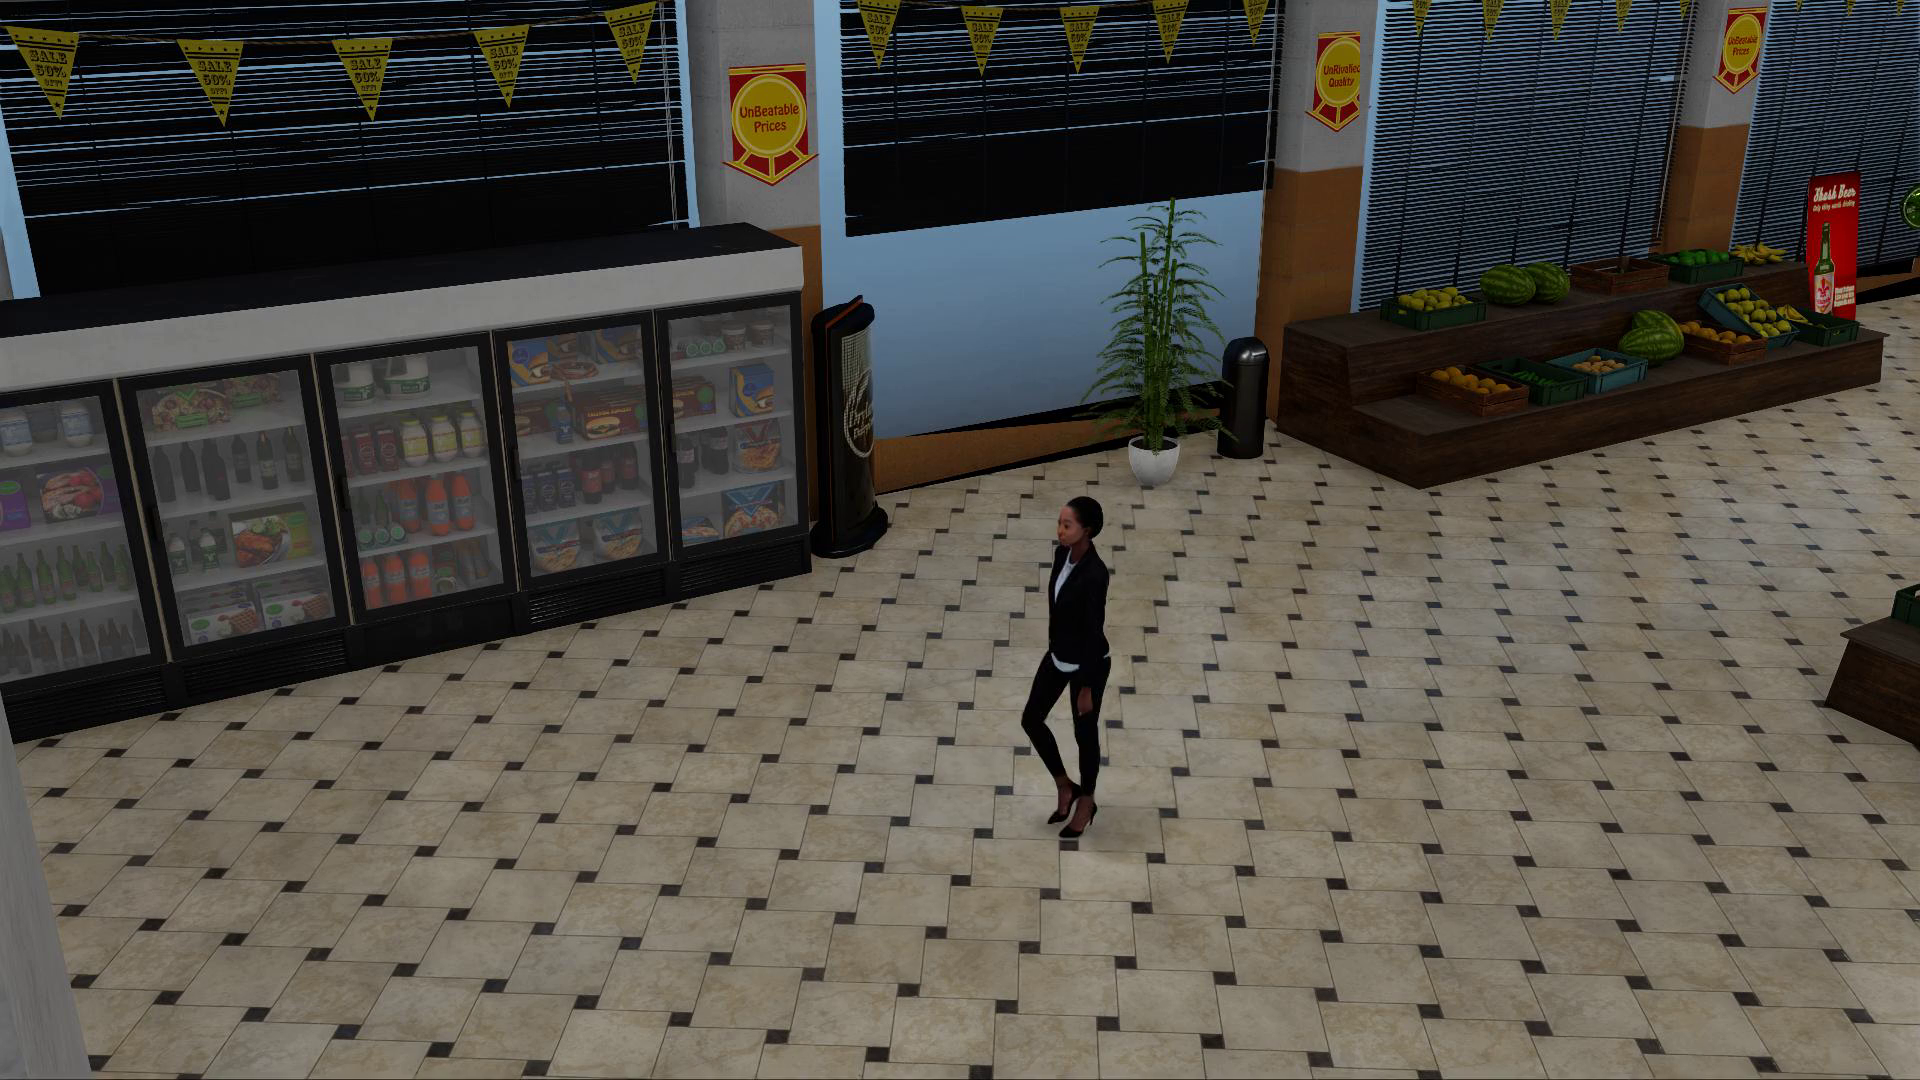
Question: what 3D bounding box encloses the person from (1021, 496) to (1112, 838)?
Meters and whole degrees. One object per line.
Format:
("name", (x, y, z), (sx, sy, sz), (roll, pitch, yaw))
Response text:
("person", (0.640, 0.635, 8.154), (0.571, 1.828, 0.615), (-12, 25, -27))
